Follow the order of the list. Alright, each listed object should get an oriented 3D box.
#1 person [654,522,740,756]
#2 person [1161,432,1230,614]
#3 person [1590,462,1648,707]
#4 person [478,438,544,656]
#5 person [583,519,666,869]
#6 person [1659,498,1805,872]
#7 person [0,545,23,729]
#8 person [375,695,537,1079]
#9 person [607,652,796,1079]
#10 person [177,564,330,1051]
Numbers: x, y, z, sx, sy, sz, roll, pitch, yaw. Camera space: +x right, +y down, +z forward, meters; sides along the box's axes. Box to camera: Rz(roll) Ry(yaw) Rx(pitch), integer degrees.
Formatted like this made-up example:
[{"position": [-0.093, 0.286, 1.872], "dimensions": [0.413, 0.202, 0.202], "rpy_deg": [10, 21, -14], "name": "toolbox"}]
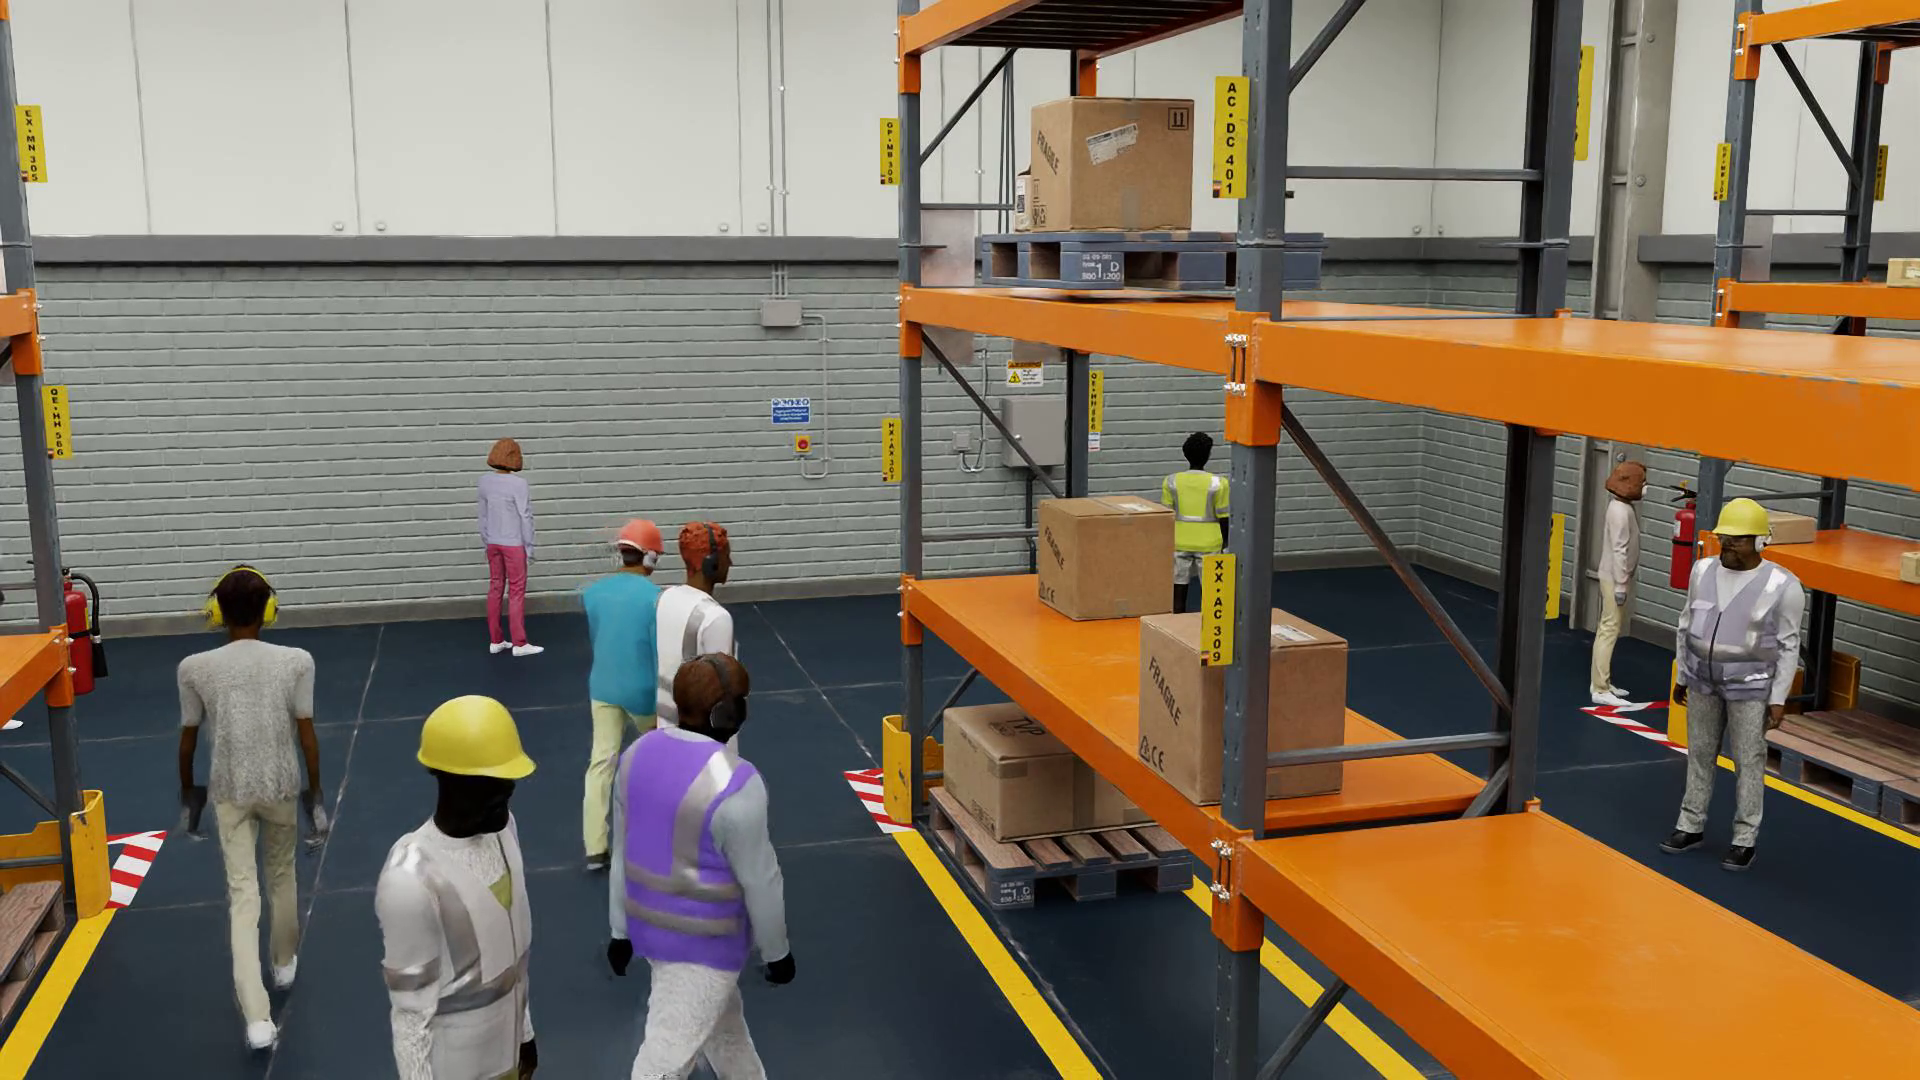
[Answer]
[{"position": [-1.132, 0.849, 7.221], "dimensions": [0.353, 1.876, 0.569], "rpy_deg": [-7, 12, -37], "name": "person"}, {"position": [1.739, 0.054, 12.246], "dimensions": [0.532, 1.696, 0.319], "rpy_deg": [4, 11, 23], "name": "person"}, {"position": [4.405, 0.283, 11.119], "dimensions": [0.268, 1.632, 0.506], "rpy_deg": [4, 11, 20], "name": "person"}, {"position": [-3.379, 0.051, 12.440], "dimensions": [0.504, 1.632, 0.270], "rpy_deg": [6, 12, 31], "name": "person"}, {"position": [-1.633, 0.742, 8.336], "dimensions": [0.582, 1.689, 0.914], "rpy_deg": [4, 11, 23], "name": "person"}, {"position": [3.780, 0.700, 8.172], "dimensions": [0.403, 1.835, 0.588], "rpy_deg": [-8, 13, -37], "name": "person"}, {"position": [-6.118, 0.299, 10.248], "dimensions": [0.409, 1.907, 0.651], "rpy_deg": [0, 10, 0], "name": "person"}, {"position": [-1.260, 1.333, 4.337], "dimensions": [0.394, 1.918, 0.583], "rpy_deg": [2, 10, 11], "name": "person"}, {"position": [-0.814, 1.241, 5.245], "dimensions": [0.988, 1.786, 0.615], "rpy_deg": [-9, 13, -41], "name": "person"}, {"position": [-2.763, 1.004, 6.490], "dimensions": [0.538, 1.827, 0.967], "rpy_deg": [-4, 11, -21], "name": "person"}]
